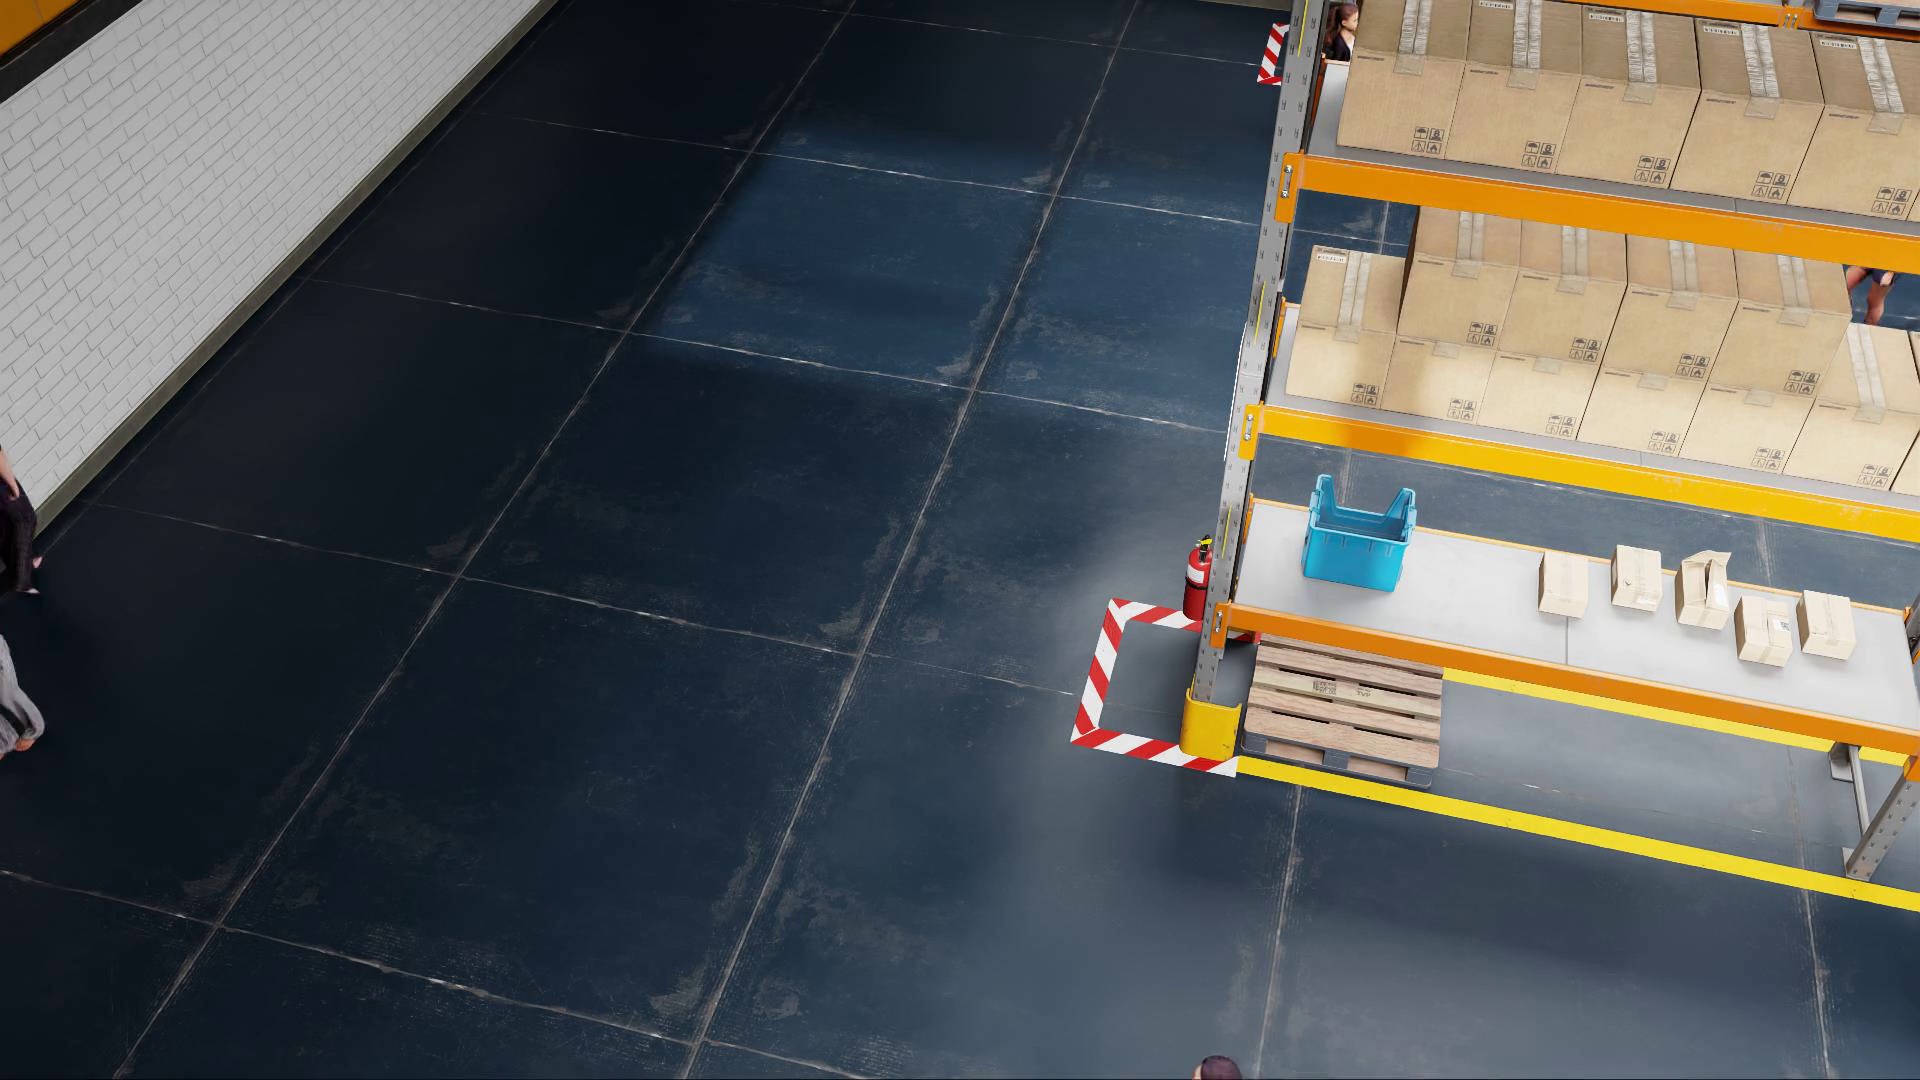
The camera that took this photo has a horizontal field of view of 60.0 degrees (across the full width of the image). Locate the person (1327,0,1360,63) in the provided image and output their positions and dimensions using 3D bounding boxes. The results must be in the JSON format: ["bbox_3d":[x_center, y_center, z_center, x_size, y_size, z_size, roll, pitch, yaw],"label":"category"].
[{"bbox_3d":[3.488,-4.243,15.420,0.585,1.554,0.569,18,47,18],"label":"person"}]
